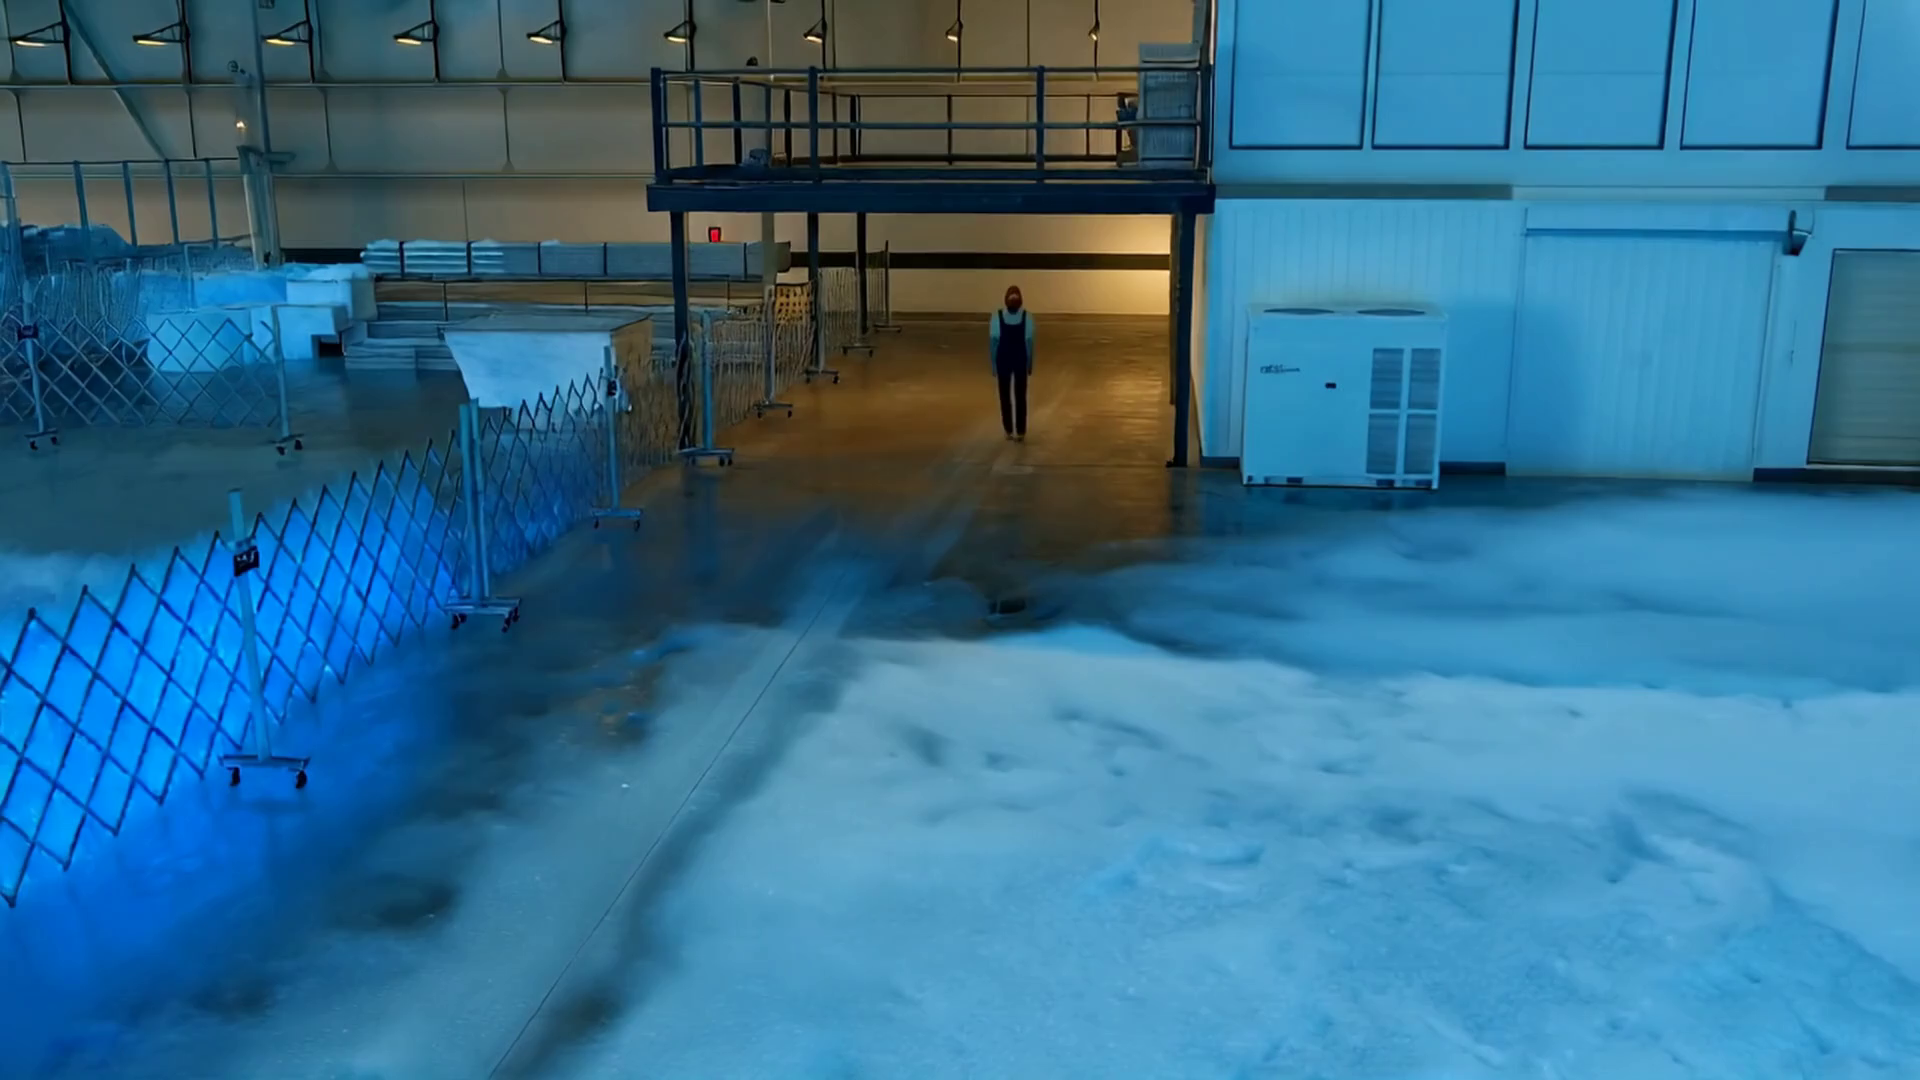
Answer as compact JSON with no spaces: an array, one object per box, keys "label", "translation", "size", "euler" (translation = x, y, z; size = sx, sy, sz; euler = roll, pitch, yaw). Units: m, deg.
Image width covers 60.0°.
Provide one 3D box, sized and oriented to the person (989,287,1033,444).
[{"label":"person","translation":[0.594,-2.013,19.249],"size":[0.505,1.804,0.861],"euler":[0,14,1]}]
